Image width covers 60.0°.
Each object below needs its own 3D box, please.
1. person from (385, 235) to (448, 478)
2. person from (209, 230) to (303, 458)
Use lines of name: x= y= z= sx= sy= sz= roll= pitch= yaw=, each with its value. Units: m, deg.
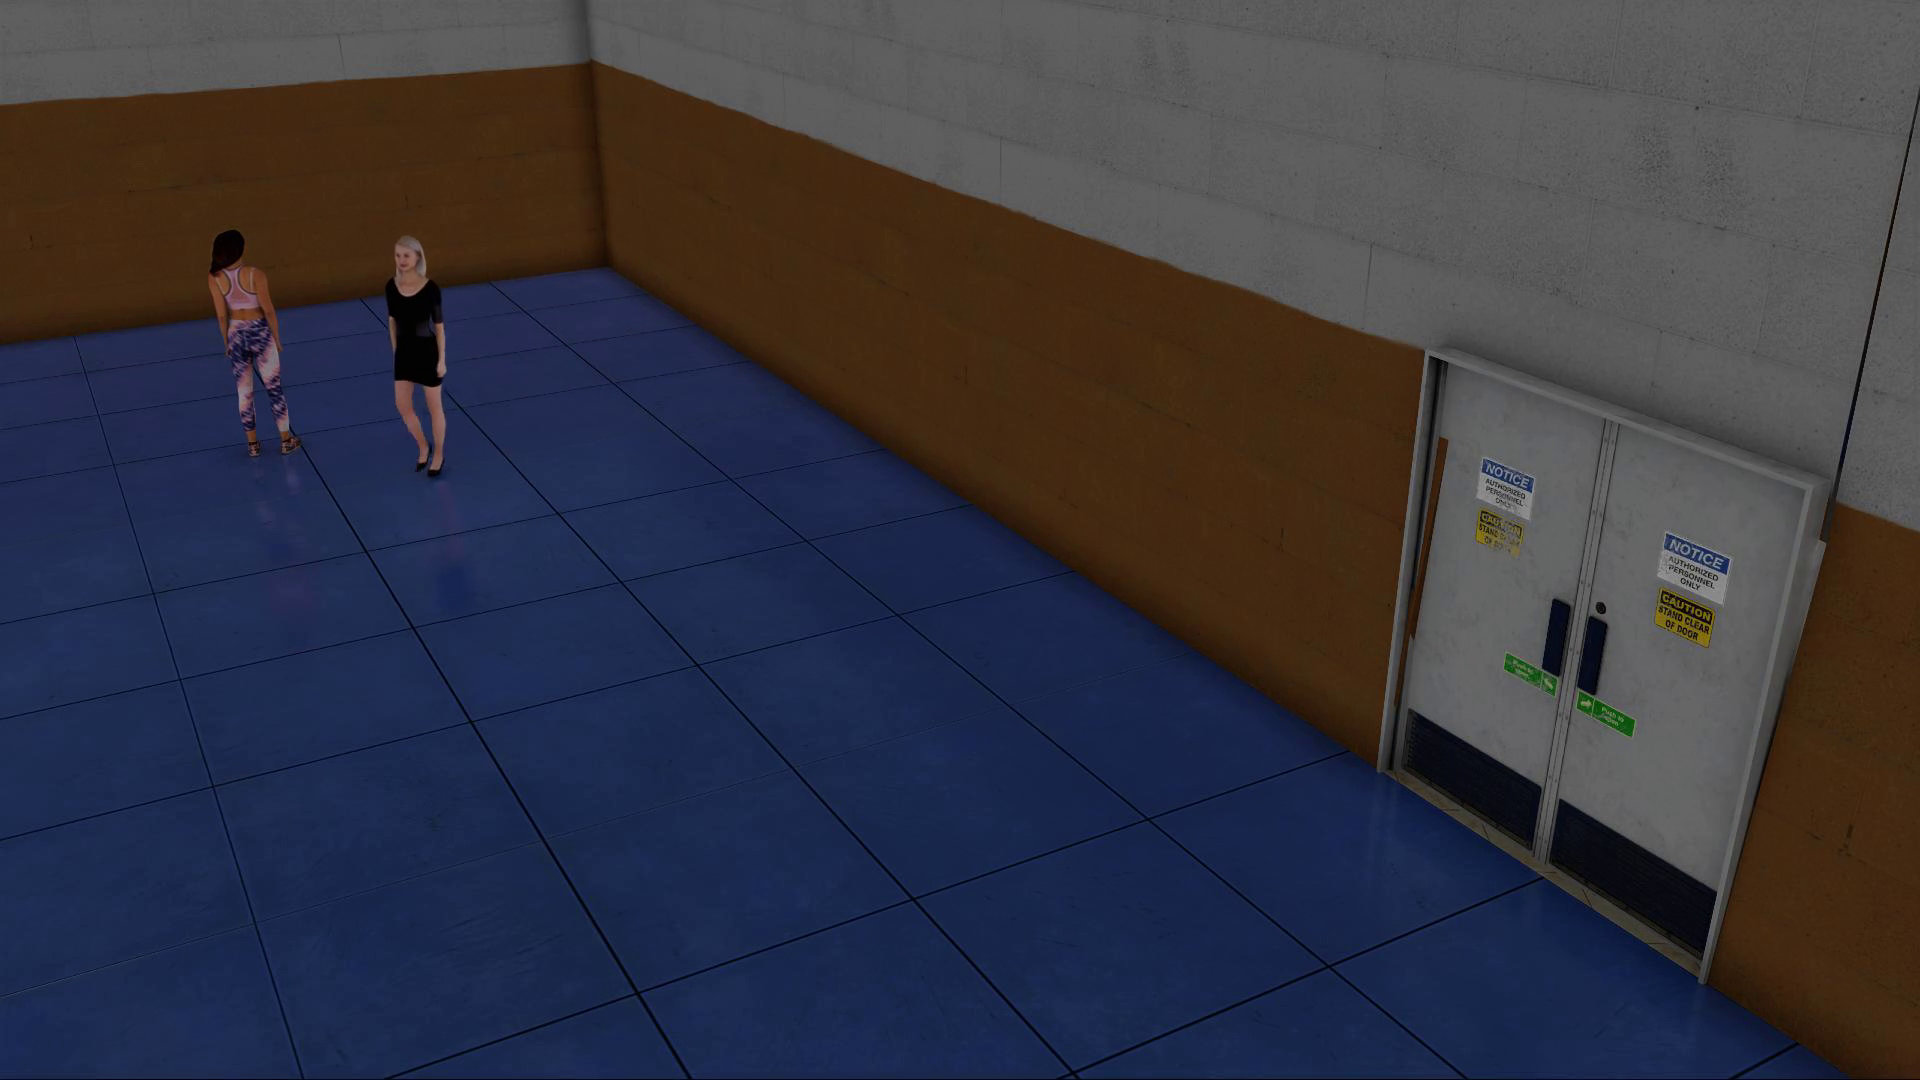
person: x=-3.969 y=-1.366 z=12.332 sx=0.703 sy=1.820 sz=0.782 roll=2 pitch=24 yaw=4
person: x=-5.417 y=-1.505 z=12.715 sx=0.590 sy=1.767 sz=0.720 roll=-5 pitch=24 yaw=-10
